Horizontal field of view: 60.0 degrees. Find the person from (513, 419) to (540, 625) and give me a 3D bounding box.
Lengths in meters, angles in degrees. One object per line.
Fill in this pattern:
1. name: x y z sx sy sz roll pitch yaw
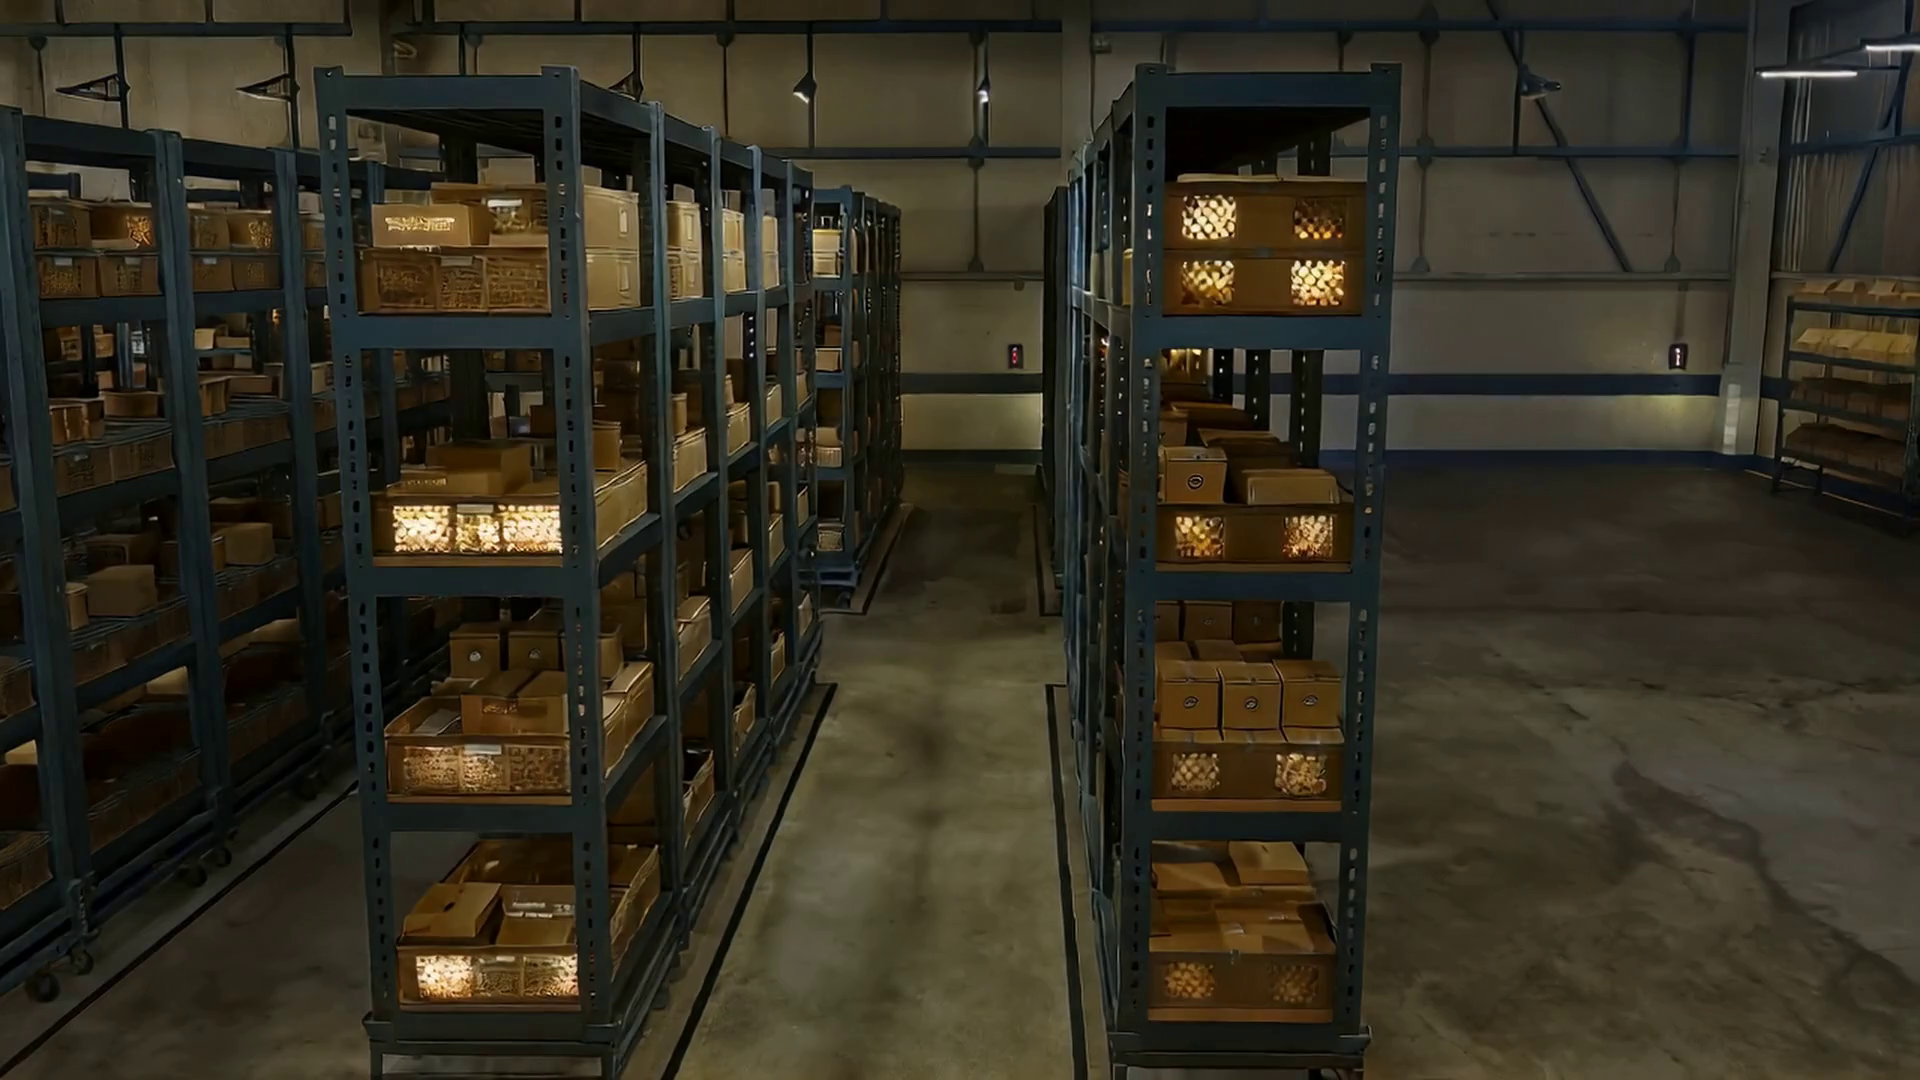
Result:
1. person: -3.186 0.027 12.301 0.422 1.842 0.577 0 10 -2
